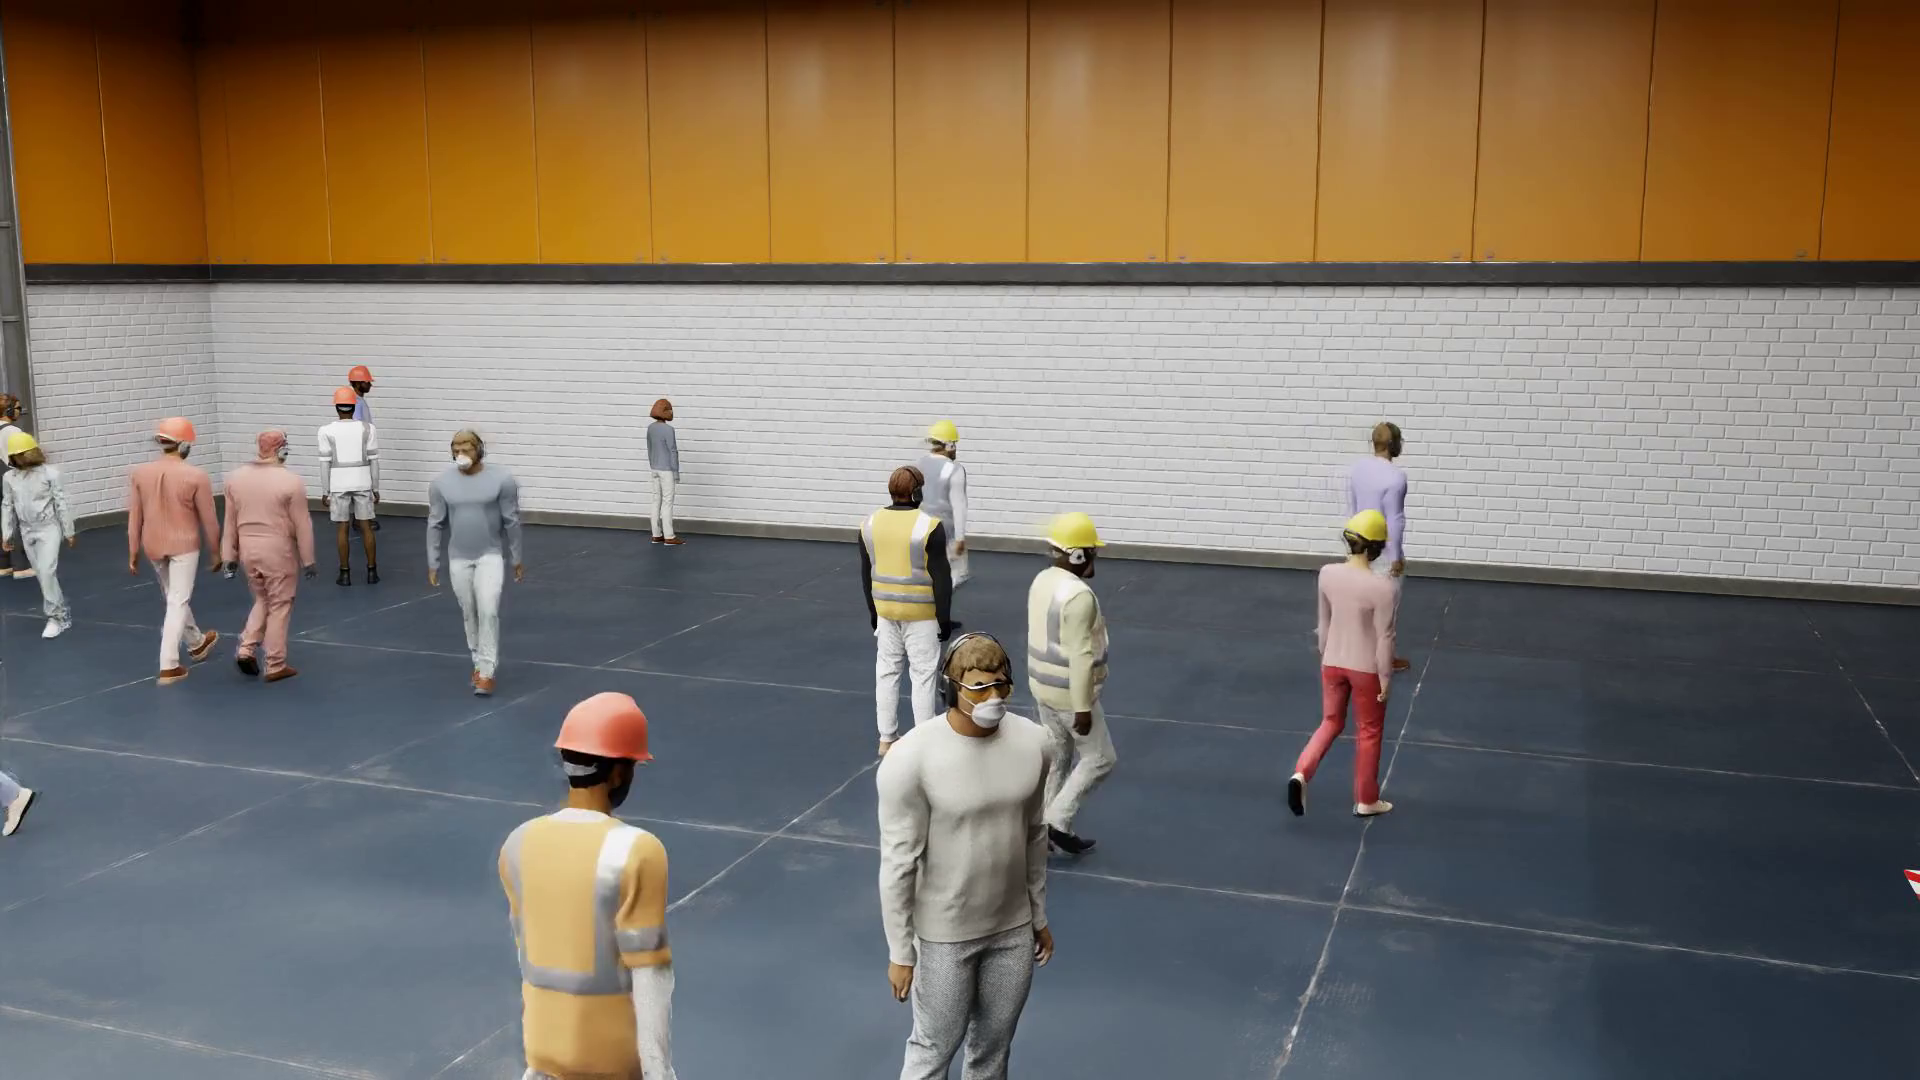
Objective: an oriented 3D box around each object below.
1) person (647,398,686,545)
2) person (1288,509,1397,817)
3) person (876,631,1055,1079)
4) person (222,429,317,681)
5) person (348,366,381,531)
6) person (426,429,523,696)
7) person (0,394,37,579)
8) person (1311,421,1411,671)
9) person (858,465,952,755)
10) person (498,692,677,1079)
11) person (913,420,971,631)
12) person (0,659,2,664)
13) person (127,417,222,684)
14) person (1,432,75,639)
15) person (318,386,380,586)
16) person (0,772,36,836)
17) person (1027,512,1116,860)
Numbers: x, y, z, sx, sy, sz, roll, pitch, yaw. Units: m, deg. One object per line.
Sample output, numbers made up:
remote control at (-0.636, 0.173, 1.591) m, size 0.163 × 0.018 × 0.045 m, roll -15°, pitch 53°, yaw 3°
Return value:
person at (-3.293, -0.758, 18.528) m, size 0.287 × 1.635 × 0.499 m, roll -9°, pitch 13°, yaw -44°
person at (2.134, 0.697, 9.121) m, size 0.656 × 1.747 × 0.531 m, roll -8°, pitch 12°, yaw -40°
person at (0.031, 1.231, 5.245) m, size 0.635 × 1.937 × 0.352 m, roll -6°, pitch 11°, yaw -35°
person at (-5.092, 0.117, 12.338) m, size 0.652 × 1.885 × 0.405 m, roll 3°, pitch 10°, yaw 18°
person at (-7.044, -1.083, 19.605) m, size 0.379 × 1.937 × 0.548 m, roll -3°, pitch 10°, yaw -18°
person at (-3.517, 0.168, 11.956) m, size 0.654 × 1.902 × 0.871 m, roll 0°, pitch 9°, yaw -1°
person at (-9.420, -0.530, 16.510) m, size 0.501 × 1.839 × 0.341 m, roll 6°, pitch 11°, yaw 33°
person at (3.077, 0.063, 12.539) m, size 0.706 × 1.924 × 0.626 m, roll -3°, pitch 10°, yaw -18°
person at (-0.315, 0.454, 10.364) m, size 0.627 × 1.846 × 0.429 m, roll 5°, pitch 11°, yaw 29°
person at (-0.940, 1.364, 4.624) m, size 0.604 × 1.873 × 0.939 m, roll 4°, pitch 10°, yaw 24°
person at (-0.163, -0.094, 13.839) m, size 0.500 × 1.813 × 0.603 m, roll -9°, pitch 13°, yaw -44°
person at (-7.601, 0.195, 12.096) m, size 0.507 × 1.803 × 0.992 m, roll 8°, pitch 12°, yaw 40°
person at (-5.866, 0.045, 12.583) m, size 0.633 × 1.937 × 1.023 m, roll 1°, pitch 9°, yaw 7°
person at (-7.696, -0.042, 13.815) m, size 0.506 × 1.711 × 0.664 m, roll 1°, pitch 9°, yaw 6°
person at (-5.916, -0.522, 16.129) m, size 0.548 × 1.937 × 0.379 m, roll -4°, pitch 10°, yaw -25°
person at (-5.241, 0.794, 8.593) m, size 0.533 × 1.736 × 0.821 m, roll 6°, pitch 11°, yaw 32°
person at (0.562, 0.761, 8.526) m, size 0.424 × 1.818 × 0.620 m, roll -3°, pitch 10°, yaw -19°
